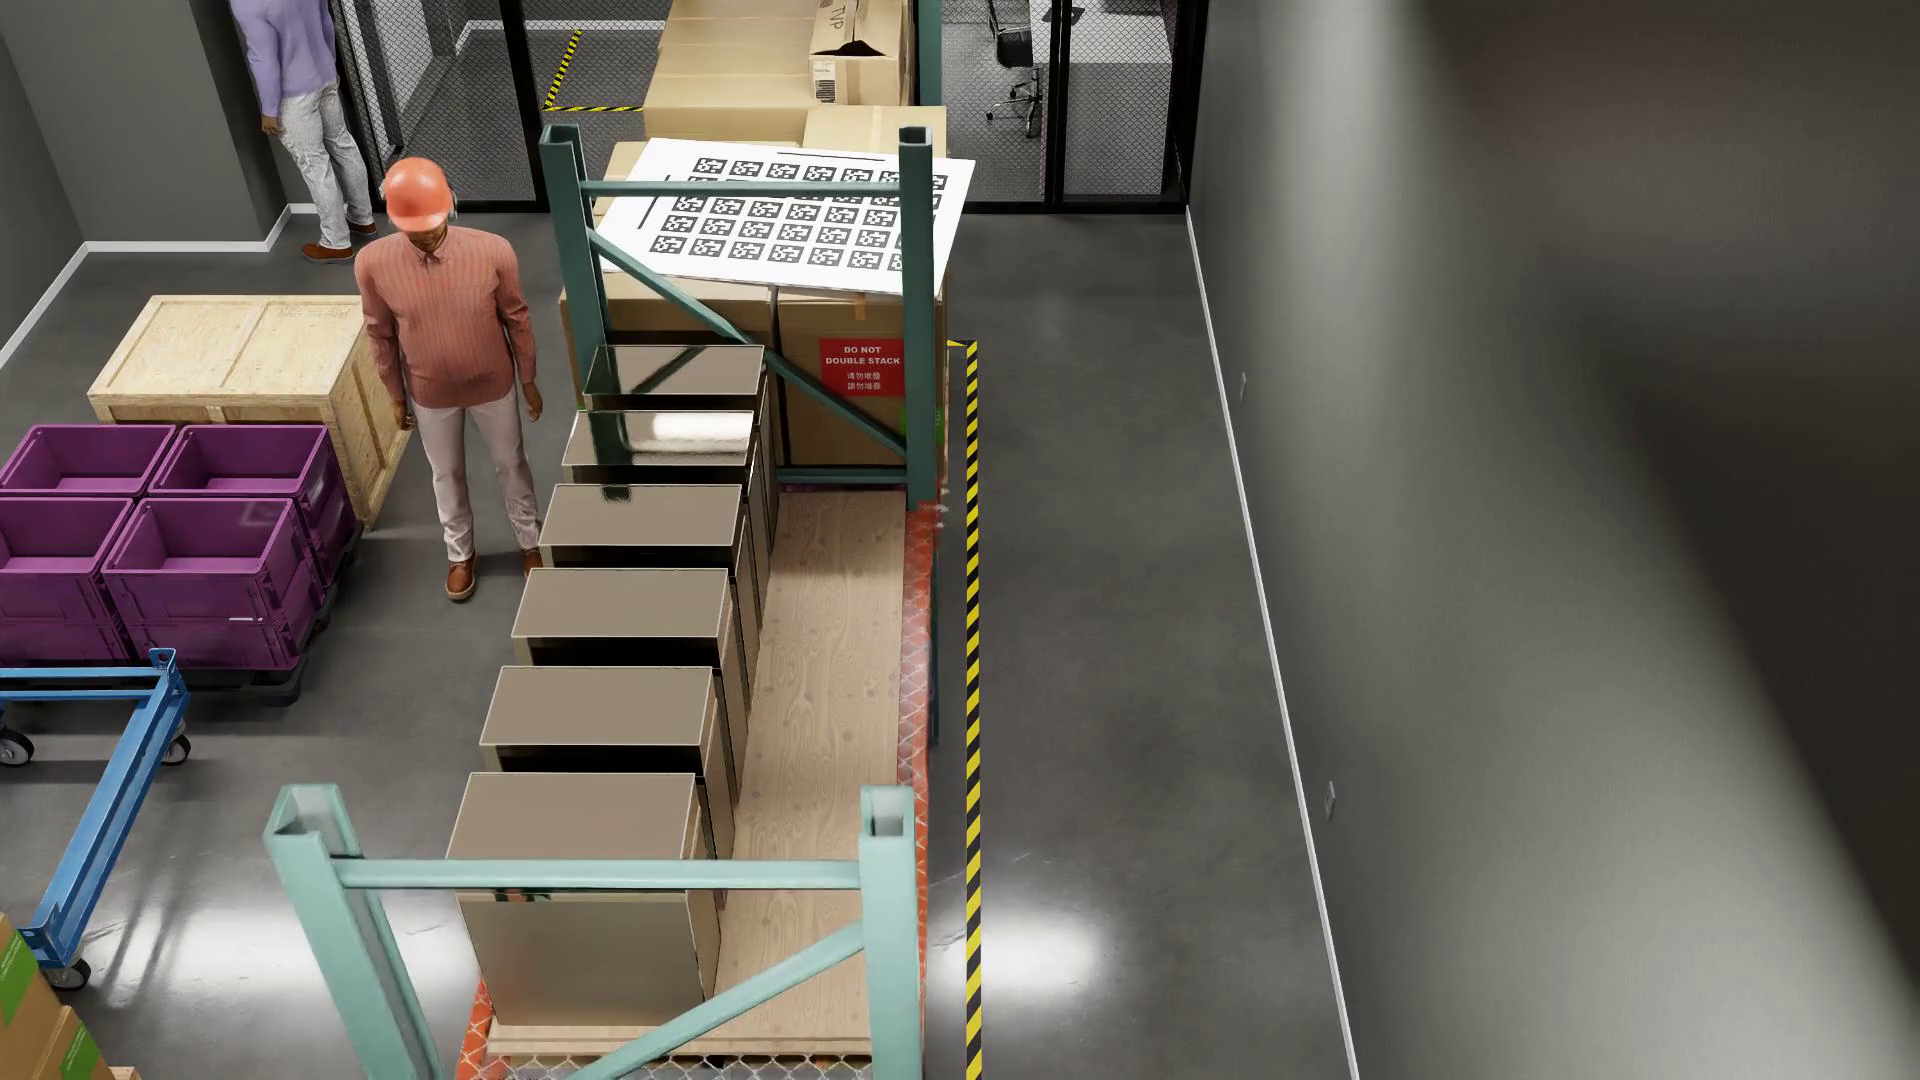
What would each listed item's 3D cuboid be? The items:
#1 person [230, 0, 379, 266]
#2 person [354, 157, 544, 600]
[{"bbox_3d":[-3.400,-2.342,8.563,0.368,1.939,0.633,11,42,12],"label":"person"},{"bbox_3d":[-1.956,-0.609,6.543,0.612,1.992,0.401,-8,42,-9],"label":"person"}]
